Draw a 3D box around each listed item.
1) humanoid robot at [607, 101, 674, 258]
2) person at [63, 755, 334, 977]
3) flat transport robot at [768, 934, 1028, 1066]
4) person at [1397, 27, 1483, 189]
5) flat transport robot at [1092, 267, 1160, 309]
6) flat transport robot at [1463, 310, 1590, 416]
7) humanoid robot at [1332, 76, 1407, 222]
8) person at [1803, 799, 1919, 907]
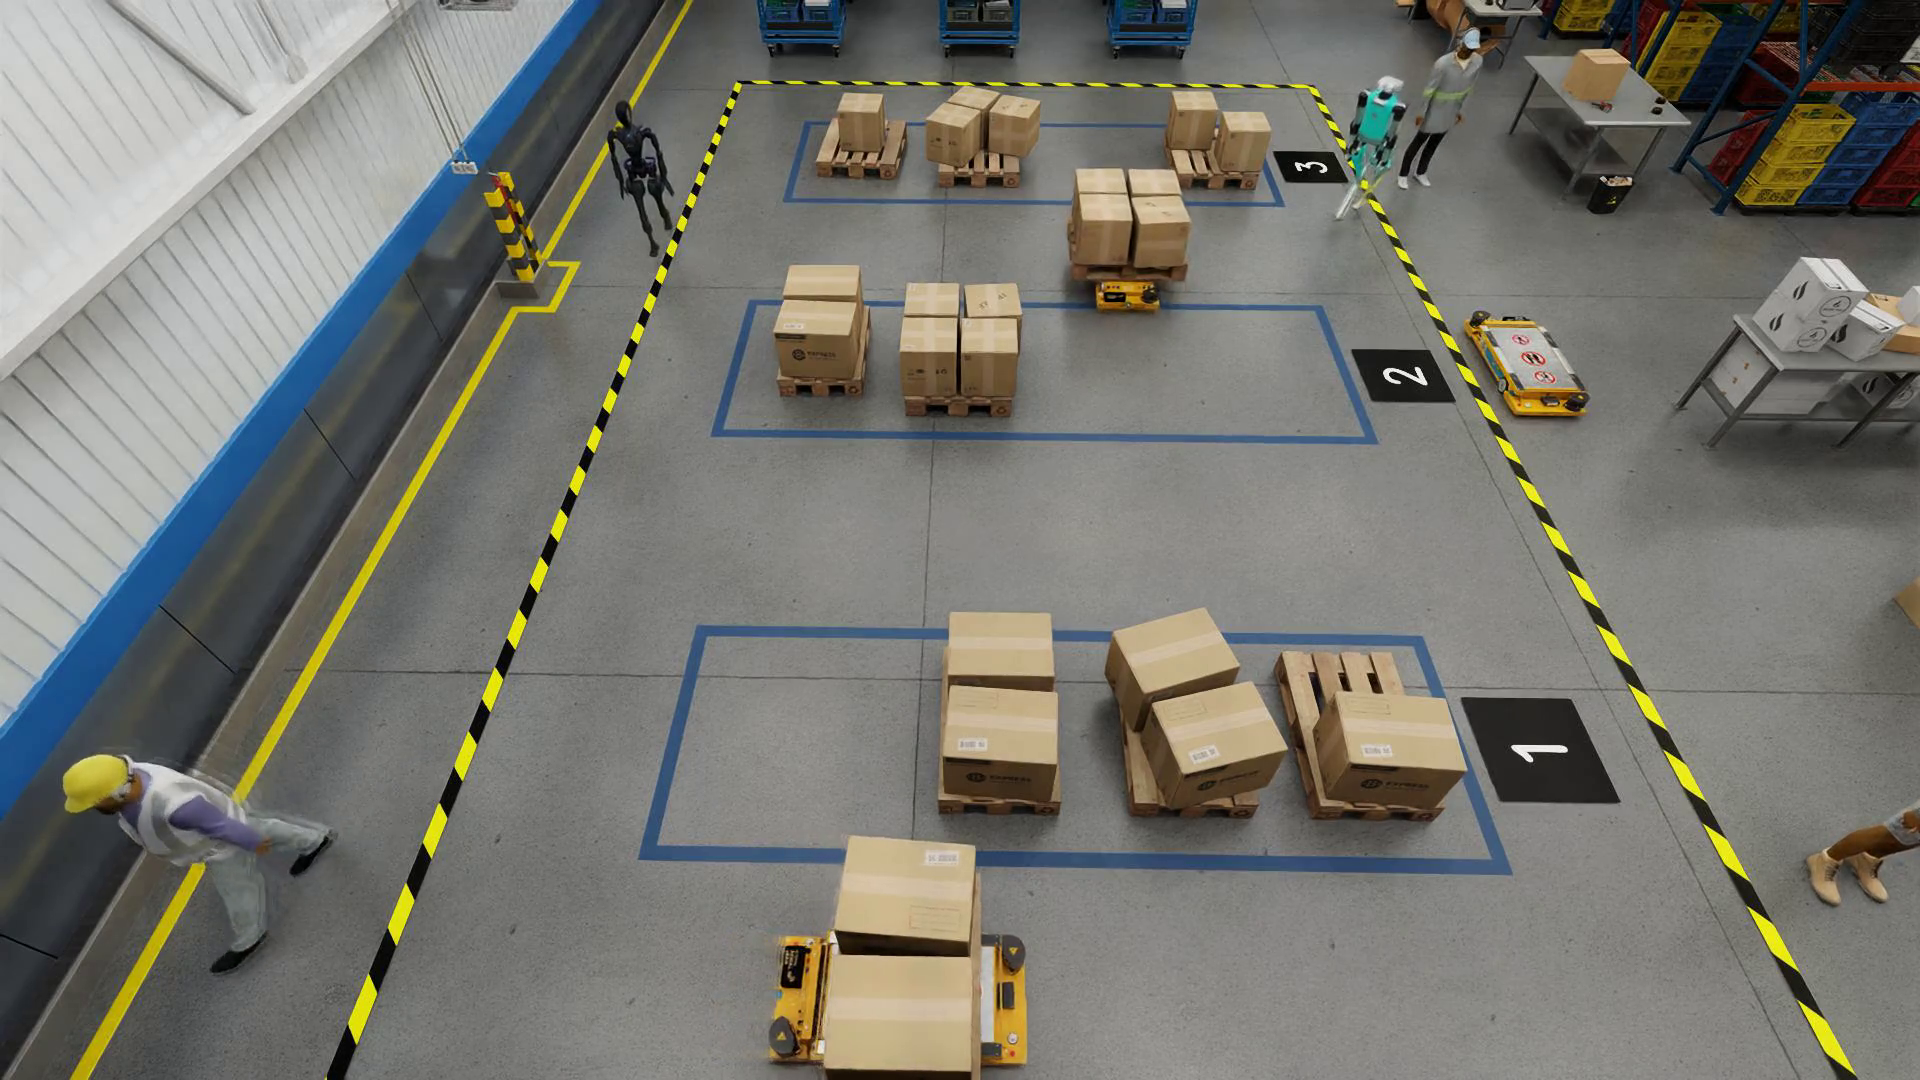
[{"bbox_3d":[-3.492,-4.029,10.116,0.590,1.651,0.708,-7,49,-6],"label":"humanoid robot"},{"bbox_3d":[-4.249,1.688,5.070,0.615,1.782,0.936,20,52,16],"label":"person"},{"bbox_3d":[-0.335,2.614,5.252,1.431,0.197,0.652,1,49,1],"label":"flat transport robot"},{"bbox_3d":[5.738,-5.095,10.896,0.597,1.850,0.396,-7,50,-6],"label":"person"},{"bbox_3d":[1.801,-3.056,10.160,0.652,0.197,1.431,1,49,1],"label":"flat transport robot"},{"bbox_3d":[5.573,-1.757,9.054,0.659,0.231,1.431,1,49,1],"label":"flat transport robot"},{"bbox_3d":[4.732,-4.470,10.440,0.553,1.709,1.018,35,58,26],"label":"humanoid robot"},{"bbox_3d":[5.616,1.512,5.052,0.608,2.042,0.394,0,49,0],"label":"person"}]
